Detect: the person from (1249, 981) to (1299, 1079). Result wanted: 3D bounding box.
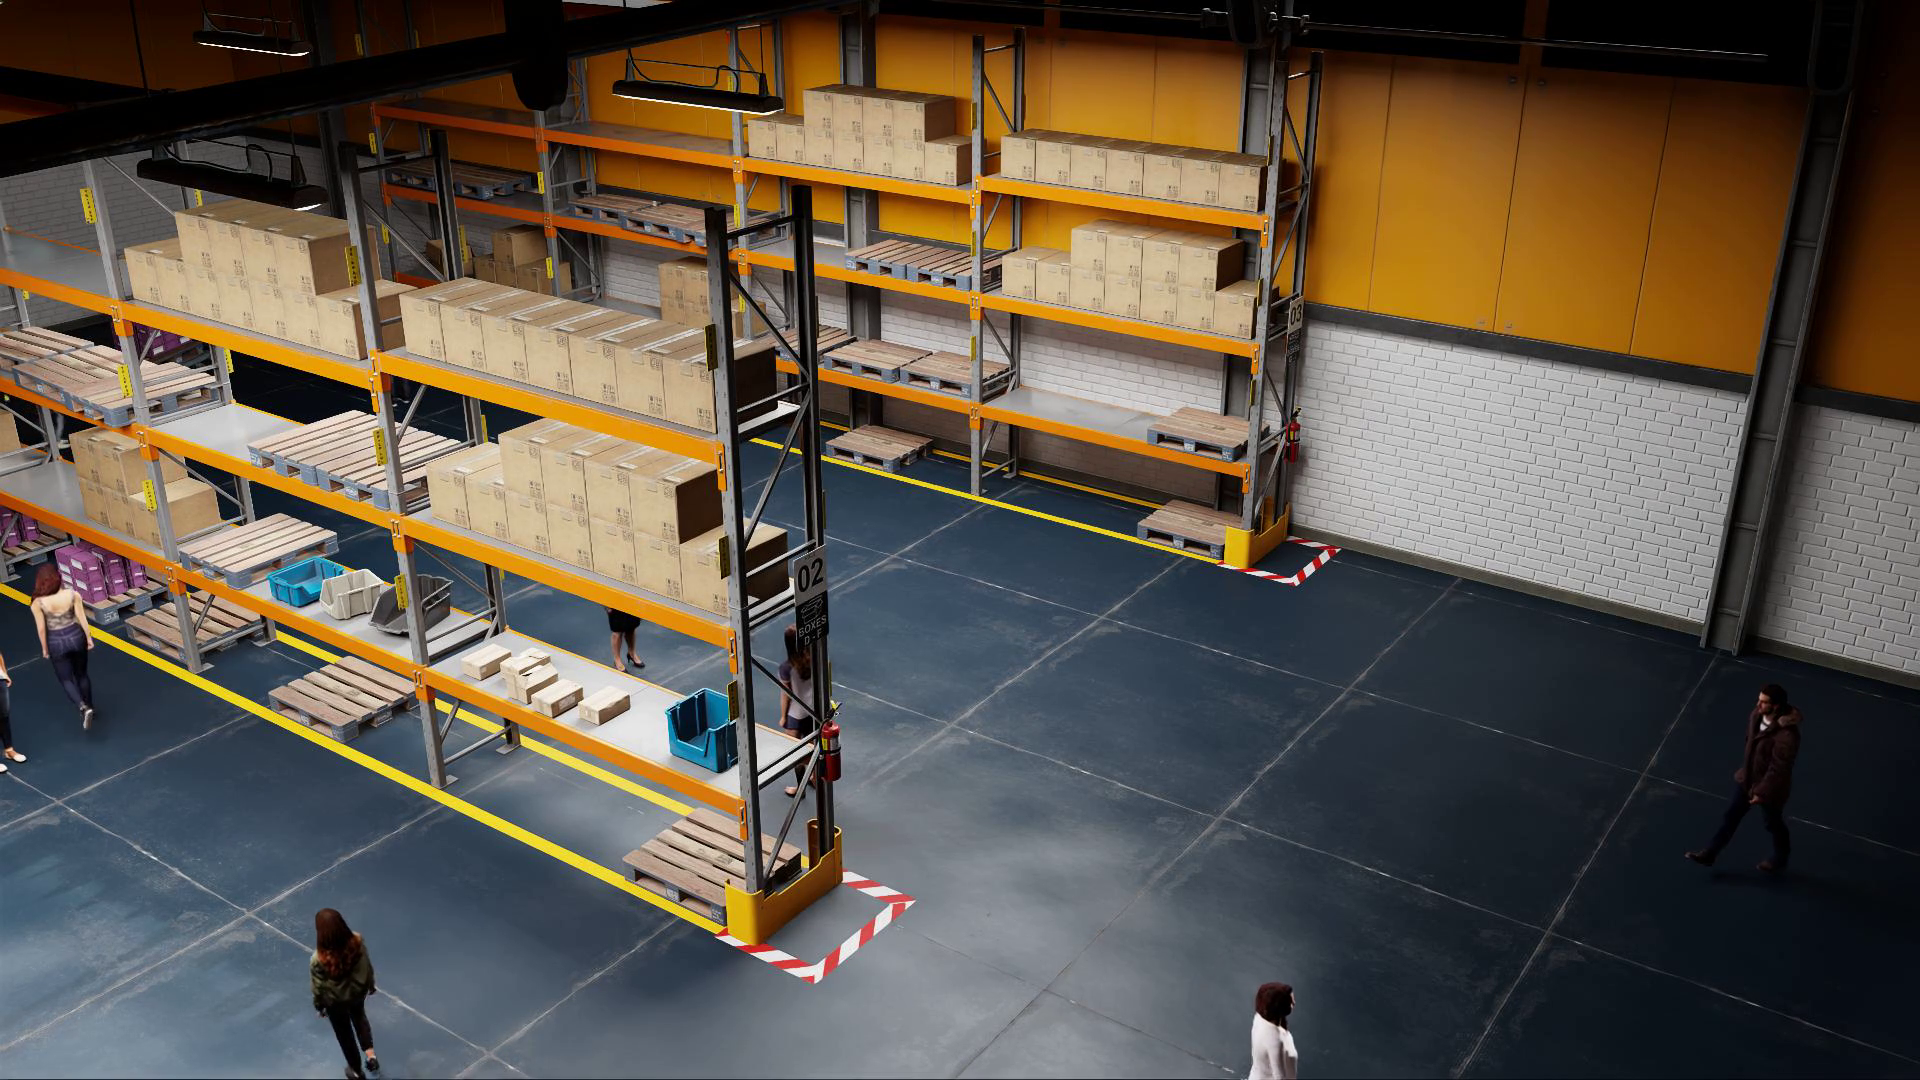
[{"bbox_3d":[1.900,3.585,10.675,1.022,1.783,0.913,0,24,-1],"label":"person"}]

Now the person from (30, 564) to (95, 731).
[{"bbox_3d":[-8.795,1.096,16.417,0.798,1.744,1.068,-16,28,-32],"label":"person"}]

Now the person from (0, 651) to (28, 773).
[{"bbox_3d":[-9.256,1.352,15.783,0.591,1.784,0.621,9,25,20],"label":"person"}]

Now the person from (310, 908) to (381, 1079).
[{"bbox_3d":[-4.317,3.268,11.795,0.607,1.467,0.631,21,31,39],"label":"person"}]

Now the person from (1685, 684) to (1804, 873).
[{"bbox_3d":[6.924,2.068,14.133,1.250,1.792,1.209,-5,24,-12],"label":"person"}]

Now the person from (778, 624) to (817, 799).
[{"bbox_3d":[-1.469,1.571,15.345,0.562,1.732,0.610,19,30,36],"label":"person"}]
